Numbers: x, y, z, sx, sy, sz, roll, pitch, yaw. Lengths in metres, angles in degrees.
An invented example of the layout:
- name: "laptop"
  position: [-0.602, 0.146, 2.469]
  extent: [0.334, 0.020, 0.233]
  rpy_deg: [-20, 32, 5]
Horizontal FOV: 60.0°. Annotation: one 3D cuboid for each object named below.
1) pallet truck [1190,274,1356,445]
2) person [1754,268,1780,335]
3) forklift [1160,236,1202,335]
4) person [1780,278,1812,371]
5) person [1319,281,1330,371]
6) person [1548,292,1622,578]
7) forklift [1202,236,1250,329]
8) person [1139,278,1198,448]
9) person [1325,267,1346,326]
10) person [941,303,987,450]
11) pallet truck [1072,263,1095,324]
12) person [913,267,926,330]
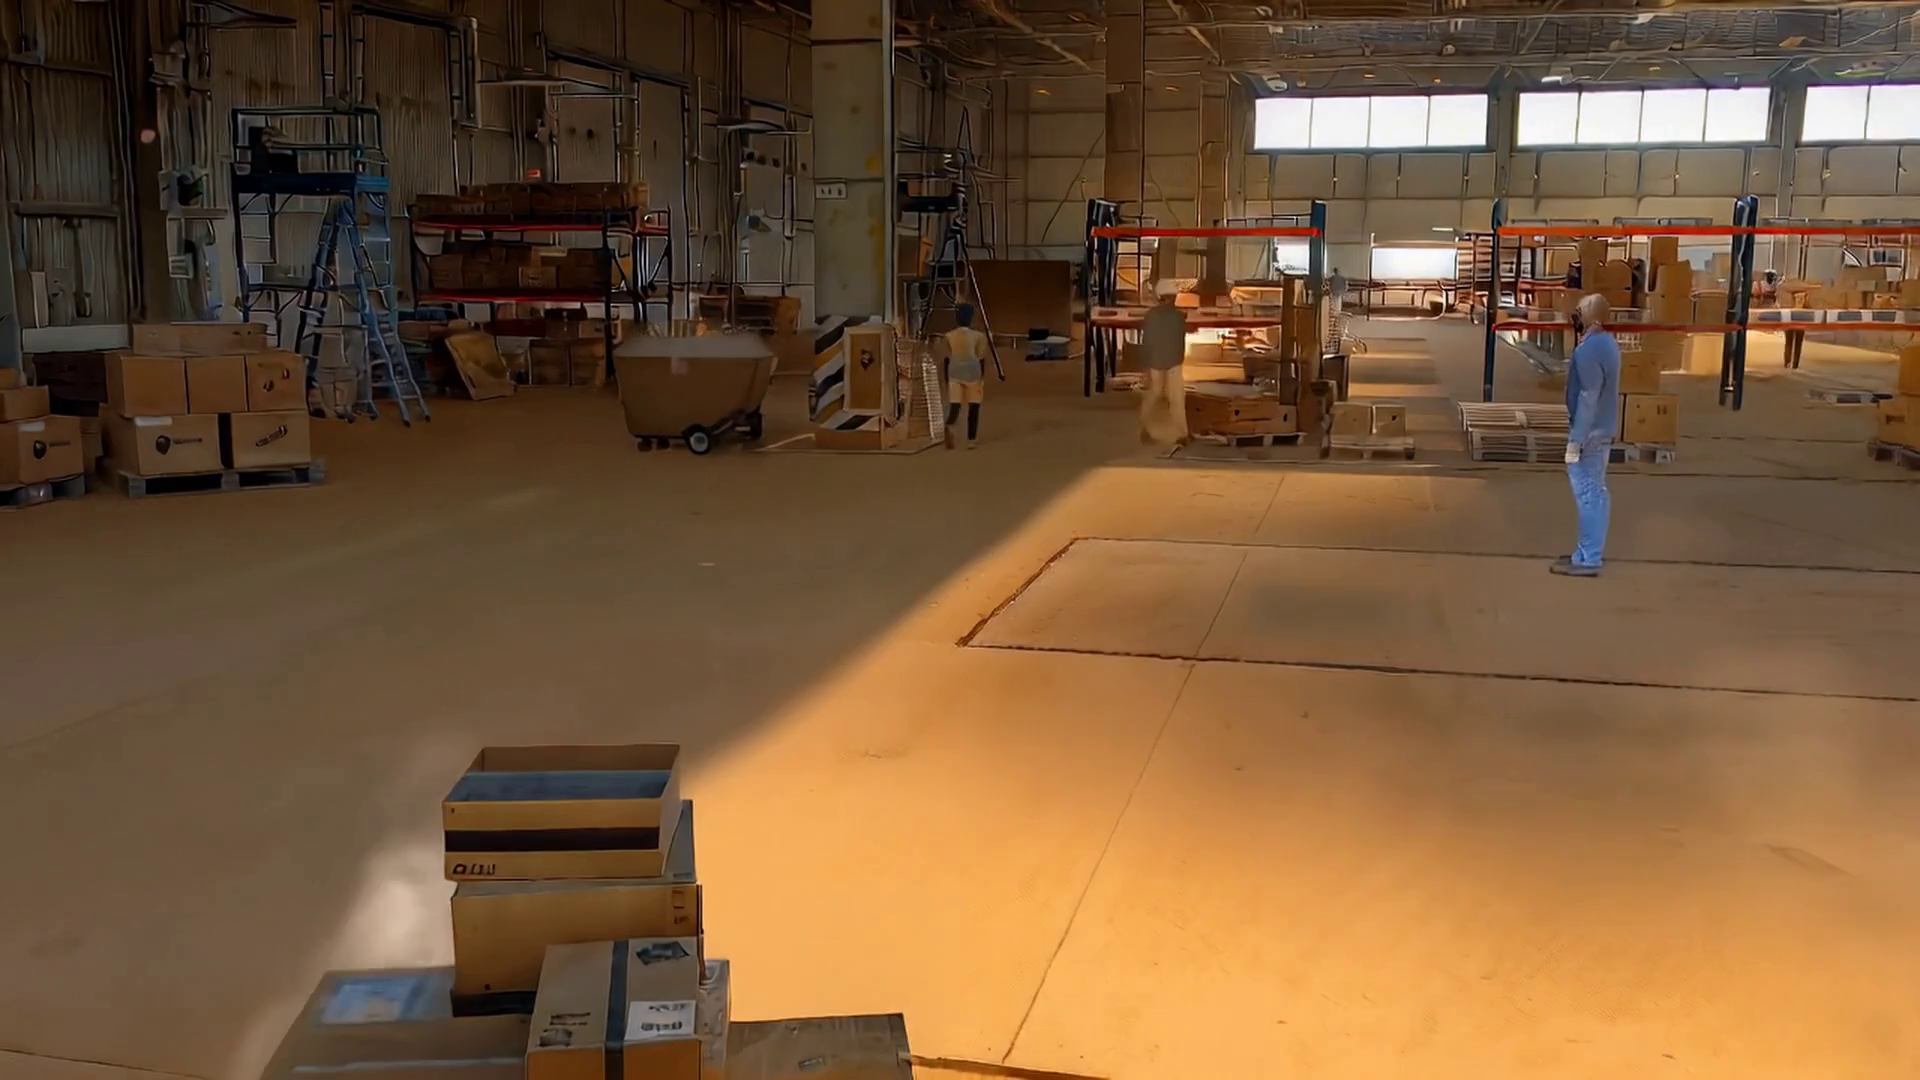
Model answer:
- name: "pallet truck"
  position: [3.653, -2.138, 19.590]
  extent: [1.885, 1.965, 0.823]
  rpy_deg: [-4, 10, -20]
- name: "person"
  position: [22.681, -6.699, 46.734]
  extent: [0.626, 1.890, 0.482]
  rpy_deg: [3, 10, 17]
- name: "forklift"
  position: [5.866, -7.214, 46.878]
  extent: [1.873, 2.768, 1.129]
  rpy_deg: [2, 10, 14]
- name: "person"
  position: [16.158, -4.173, 32.194]
  extent: [0.523, 1.796, 1.000]
  rpy_deg: [5, 11, 28]
- name: "person"
  position: [6.914, -4.106, 31.945]
  extent: [0.485, 1.736, 0.321]
  rpy_deg: [-5, 11, -27]
- name: "person"
  position: [4.291, -0.711, 11.362]
  extent: [0.372, 1.940, 0.630]
  rpy_deg: [6, 11, 32]
- name: "forklift"
  position: [7.805, -7.847, 50.605]
  extent: [1.873, 2.768, 1.129]
  rpy_deg: [-2, 10, -12]
- name: "person"
  position: [2.357, -2.031, 19.140]
  extent: [0.648, 1.936, 1.043]
  rpy_deg: [-5, 11, -26]
- name: "person"
  position: [11.652, -7.523, 51.639]
  extent: [0.643, 1.888, 1.049]
  rpy_deg: [8, 12, 38]
- name: "person"
  position: [0.032, -1.820, 18.665]
  extent: [0.540, 1.678, 0.661]
  rpy_deg: [3, 10, 18]
- name: "pallet truck"
  position: [4.325, -8.180, 55.162]
  extent: [0.823, 1.965, 1.885]
  rpy_deg: [6, 11, 31]
- name: "person"
  position: [-1.207, -7.331, 50.389]
  extent: [0.395, 1.929, 0.542]
  rpy_deg: [6, 11, 30]
